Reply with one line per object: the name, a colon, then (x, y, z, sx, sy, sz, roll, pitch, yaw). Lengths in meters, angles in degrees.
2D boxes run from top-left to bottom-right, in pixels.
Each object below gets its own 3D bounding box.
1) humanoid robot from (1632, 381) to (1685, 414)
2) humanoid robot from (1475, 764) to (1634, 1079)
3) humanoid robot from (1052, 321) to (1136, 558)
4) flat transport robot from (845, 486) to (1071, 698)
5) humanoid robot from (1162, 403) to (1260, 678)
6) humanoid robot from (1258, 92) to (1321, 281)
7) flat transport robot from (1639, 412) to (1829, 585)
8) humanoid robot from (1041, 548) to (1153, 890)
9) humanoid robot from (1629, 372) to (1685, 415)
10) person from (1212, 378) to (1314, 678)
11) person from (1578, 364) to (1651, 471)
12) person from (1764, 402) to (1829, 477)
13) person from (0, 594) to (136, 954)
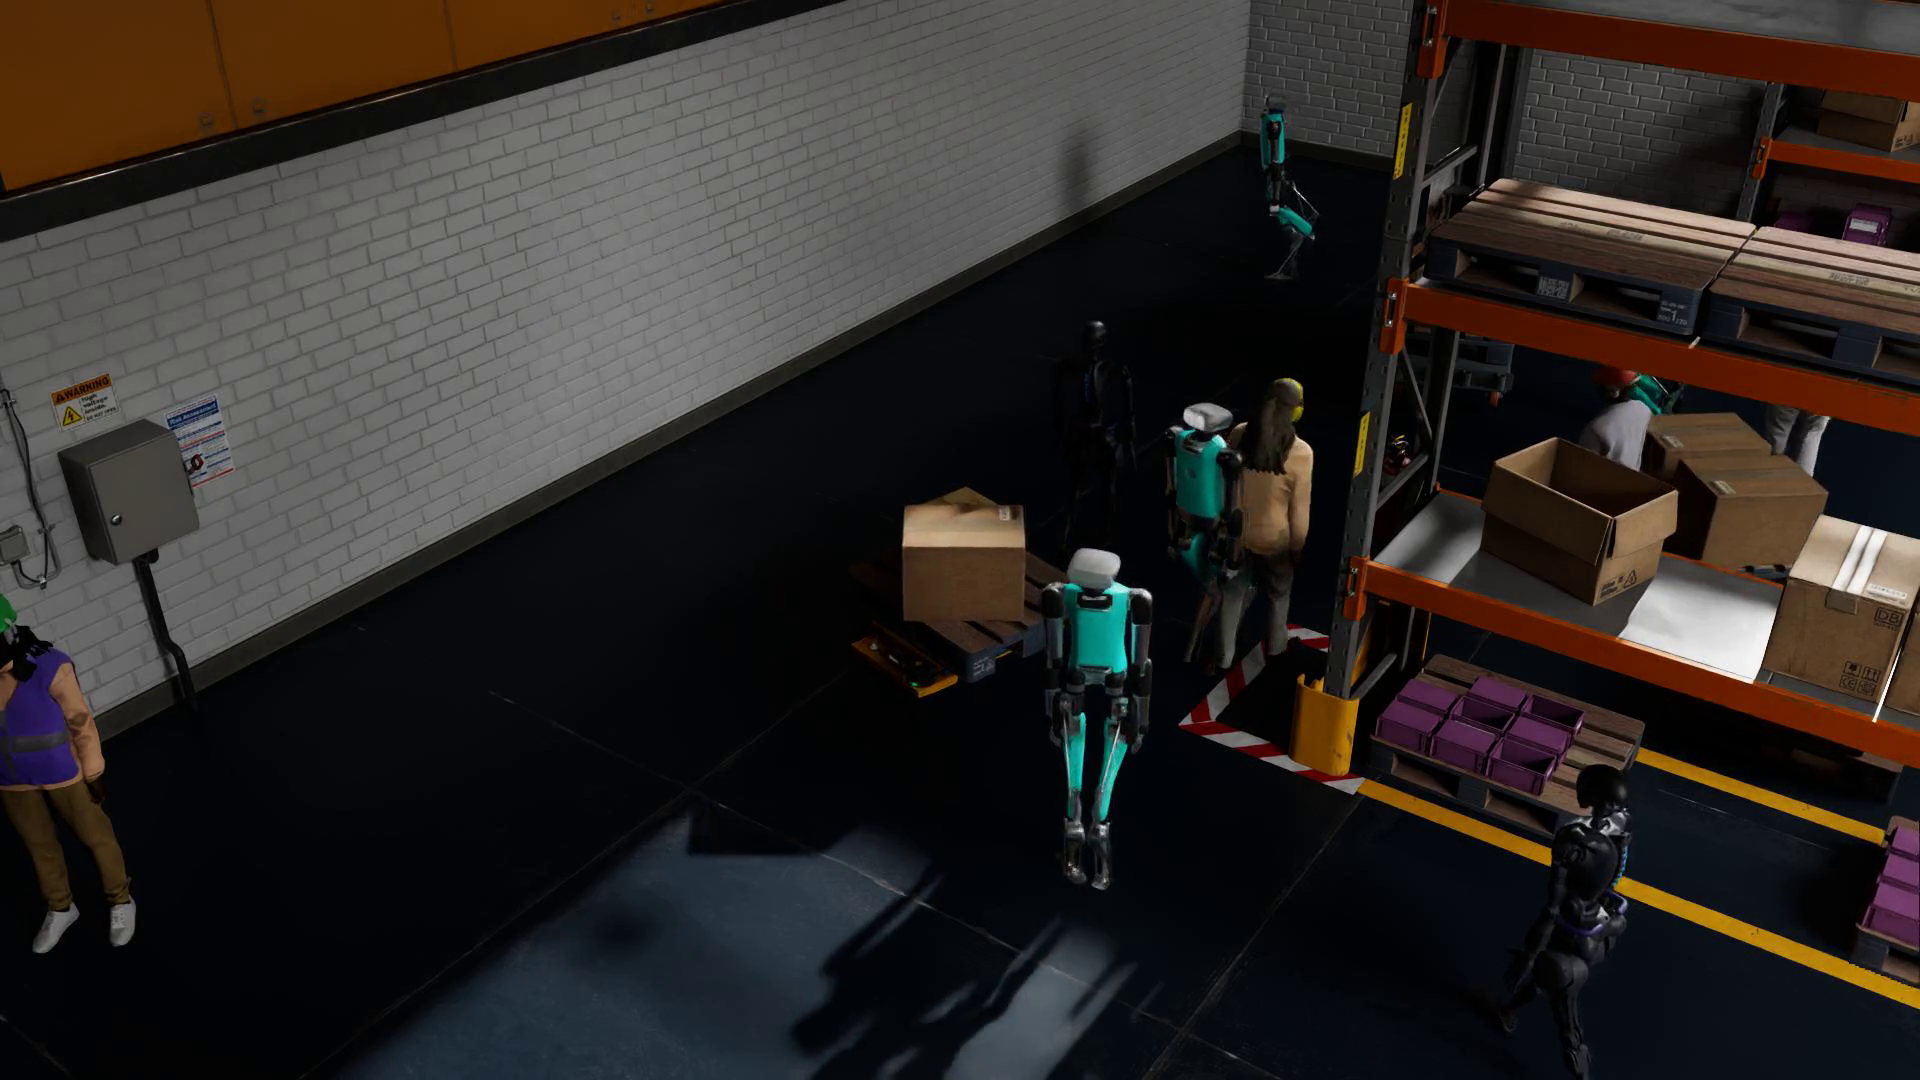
humanoid robot: (5.261, -1.537, 12.291, 0.602, 1.651, 0.327, 10, 31, 17)
humanoid robot: (2.505, 1.617, 6.874, 0.590, 1.626, 0.783, -23, 37, -34)
humanoid robot: (0.843, -0.638, 10.769, 0.599, 1.653, 0.630, 12, 32, 20)
flat transport robot: (0.101, 0.505, 10.164, 1.431, 0.231, 0.659, -23, 37, -34)
humanoid robot: (1.495, 0.004, 9.585, 0.686, 1.810, 0.544, -25, 38, -36)
humanoid robot: (3.007, -3.077, 15.026, 0.744, 1.901, 0.540, 2, 30, 4)
flat transport robot: (4.838, 0.150, 10.779, 1.431, 0.231, 0.659, -2, 30, -4)
humanoid robot: (0.609, 0.945, 7.917, 0.562, 1.762, 0.712, 7, 31, 11)
humanoid robot: (4.801, -1.257, 11.617, 0.533, 1.677, 0.735, -25, 38, -36)
person: (1.745, -0.061, 9.584, 0.565, 1.850, 0.627, 17, 34, 27)
person: (3.911, -0.309, 10.120, 0.570, 1.728, 0.540, -23, 37, -34)
person: (5.737, -1.060, 11.272, 0.693, 1.877, 0.566, 5, 30, 9)
person: (-4.175, 1.046, 7.561, 0.546, 1.929, 0.417, -3, 30, -6)
